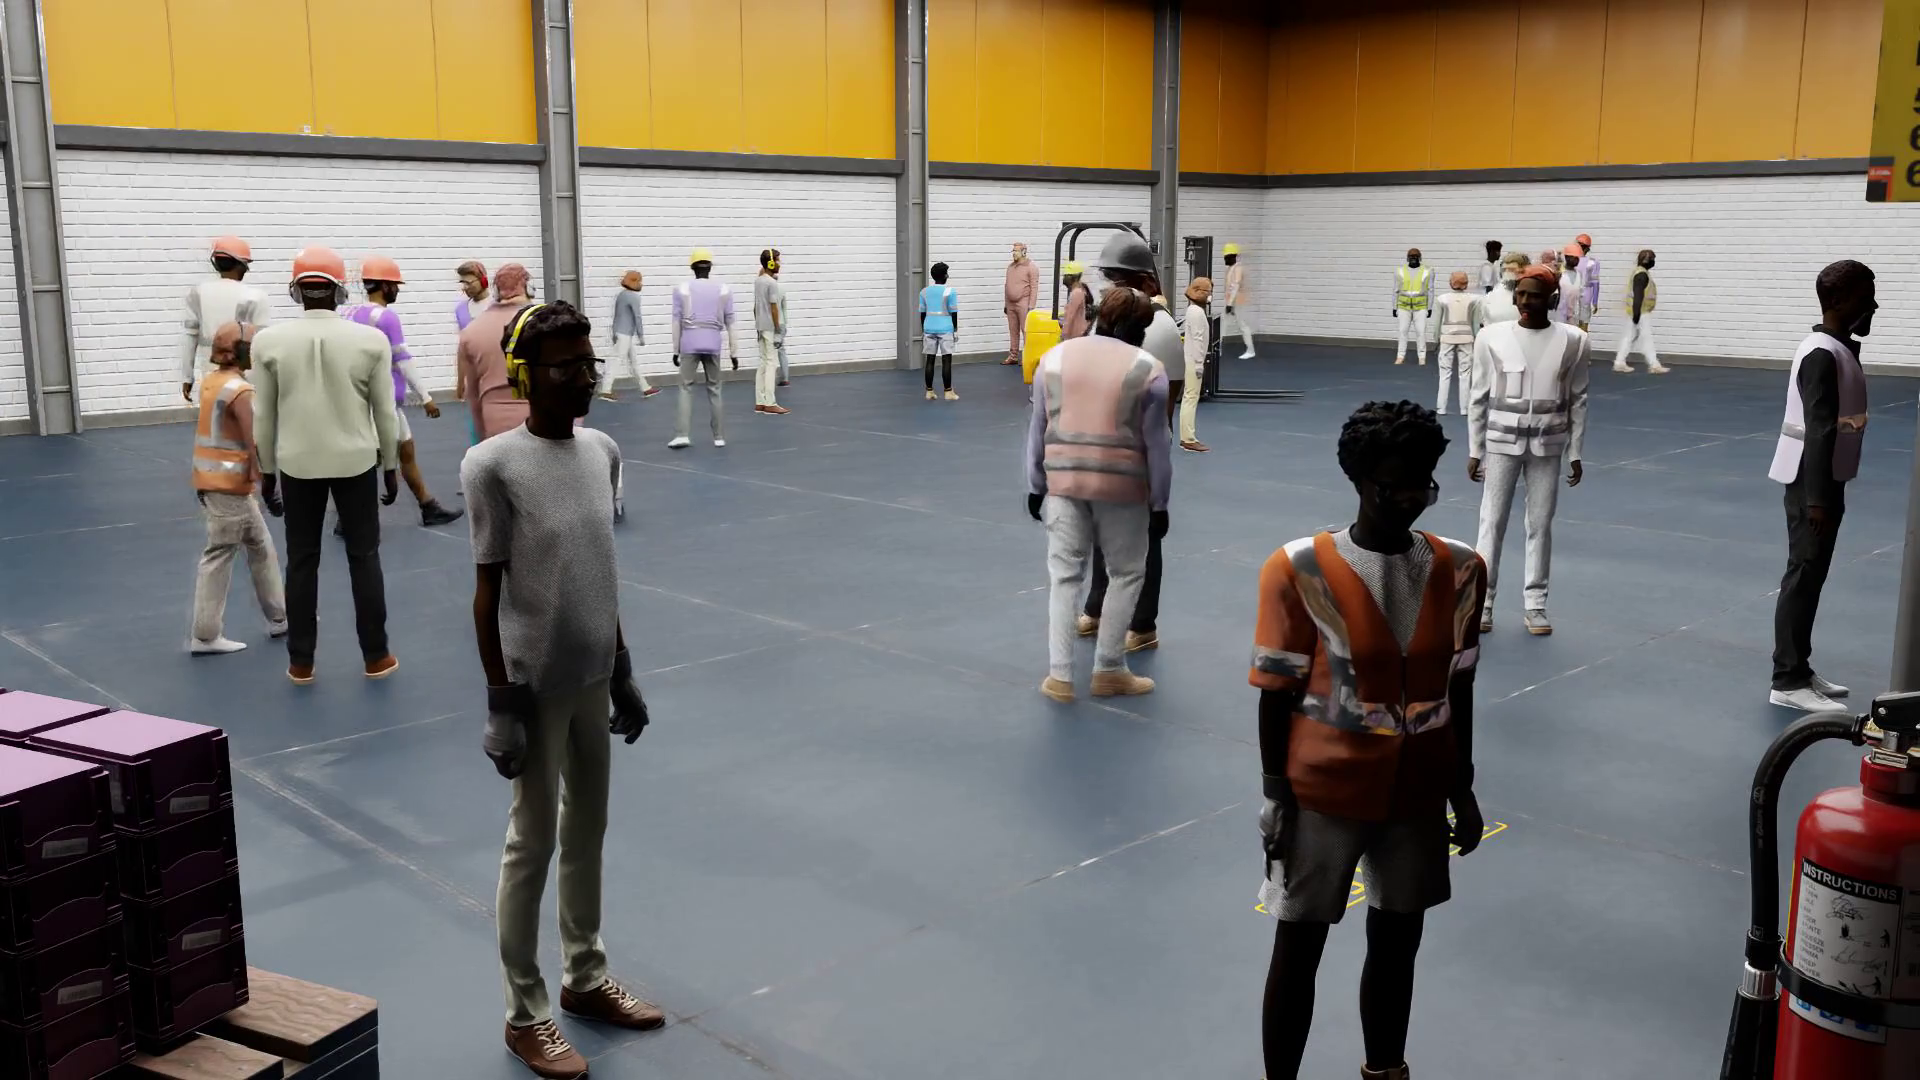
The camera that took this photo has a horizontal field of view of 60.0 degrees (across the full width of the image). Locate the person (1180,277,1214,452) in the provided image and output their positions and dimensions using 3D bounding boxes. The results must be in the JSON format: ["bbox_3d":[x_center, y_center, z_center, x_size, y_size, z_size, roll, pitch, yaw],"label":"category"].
[{"bbox_3d":[2.231,-1.656,15.684,0.289,1.633,0.501,0,10,2],"label":"person"}]

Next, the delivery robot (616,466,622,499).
[{"bbox_3d":[-2.658,-0.395,11.498,0.477,0.478,0.707,5,12,25],"label":"delivery robot"}]

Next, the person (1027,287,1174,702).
[{"bbox_3d":[0.594,-0.193,7.279,0.668,1.802,0.519,4,11,23],"label":"person"}]

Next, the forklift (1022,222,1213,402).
[{"bbox_3d":[1.935,-2.847,20.651,2.313,2.155,1.214,2,11,13],"label":"forklift"}]

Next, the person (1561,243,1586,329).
[{"bbox_3d":[8.277,-3.093,22.737,0.563,1.918,0.466,-3,11,-16],"label":"person"}]

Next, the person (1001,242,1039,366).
[{"bbox_3d":[0.914,-3.660,25.865,0.406,1.910,0.639,-10,14,-44],"label":"person"}]

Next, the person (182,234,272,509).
[{"bbox_3d":[-5.315,-1.203,12.135,0.665,2.022,0.525,1,10,4],"label":"person"}]

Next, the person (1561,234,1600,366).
[{"bbox_3d":[9.581,-3.706,25.765,0.611,2.035,0.396,7,13,34],"label":"person"}]

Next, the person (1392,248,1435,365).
[{"bbox_3d":[7.078,-3.640,25.997,0.640,1.830,0.432,4,11,21],"label":"person"}]

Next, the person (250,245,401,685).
[{"bbox_3d":[-2.886,-0.342,7.601,0.629,1.980,0.436,-3,11,-16],"label":"person"}]

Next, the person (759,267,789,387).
[{"bbox_3d":[-2.504,-2.849,22.243,0.346,1.619,0.529,10,14,42],"label":"person"}]

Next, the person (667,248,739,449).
[{"bbox_3d":[-2.462,-1.802,15.762,0.766,1.898,0.570,-4,11,-23],"label":"person"}]

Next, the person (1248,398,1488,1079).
[{"bbox_3d":[0.865,0.542,3.538,0.531,1.693,0.320,-2,11,-13],"label":"person"}]

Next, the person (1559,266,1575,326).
[{"bbox_3d":[7.000,-2.450,19.773,0.557,1.719,0.907,4,11,23],"label":"person"}]

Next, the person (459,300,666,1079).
[{"bbox_3d":[-0.964,0.358,4.061,0.328,1.872,0.510,5,12,27],"label":"person"}]

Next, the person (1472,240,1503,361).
[{"bbox_3d":[8.549,-3.802,26.546,0.888,1.932,0.642,3,11,18],"label":"person"}]

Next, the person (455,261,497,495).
[{"bbox_3d":[-3.606,-1.249,12.956,0.758,1.823,0.526,5,12,27],"label":"person"}]

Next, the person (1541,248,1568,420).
[{"bbox_3d":[6.359,-2.227,18.121,0.743,1.883,0.659,-2,11,-11],"label":"person"}]

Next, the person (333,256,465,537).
[{"bbox_3d":[-3.874,-0.969,11.272,0.967,1.890,0.557,-8,13,-38],"label":"person"}]

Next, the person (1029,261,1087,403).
[{"bbox_3d":[1.238,-2.313,19.035,0.882,1.722,0.532,1,10,3],"label":"person"}]

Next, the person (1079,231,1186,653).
[{"bbox_3d":[0.751,-0.474,8.130,0.538,2.000,0.683,-5,12,-27],"label":"person"}]

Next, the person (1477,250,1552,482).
[{"bbox_3d":[4.639,-1.453,13.867,0.627,1.910,0.958,9,14,40],"label":"person"}]

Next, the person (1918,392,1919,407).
[{"bbox_3d":[10.617,-2.179,17.860,0.572,1.883,0.355,2,11,11],"label":"person"}]

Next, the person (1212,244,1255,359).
[{"bbox_3d":[4.422,-3.891,27.206,0.986,1.872,0.609,-2,11,-11],"label":"person"}]

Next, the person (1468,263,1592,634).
[{"bbox_3d":[2.876,-0.454,8.456,0.574,1.881,0.358,2,11,13],"label":"person"}]

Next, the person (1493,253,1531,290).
[{"bbox_3d":[5.656,-1.991,16.936,0.514,1.844,0.328,3,11,17],"label":"person"}]

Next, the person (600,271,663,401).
[{"bbox_3d":[-4.067,-2.498,20.416,0.891,1.581,0.514,-7,12,-32],"label":"person"}]

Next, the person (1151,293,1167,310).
[{"bbox_3d":[1.398,-1.398,13.484,0.558,1.925,0.629,5,11,24],"label":"person"}]

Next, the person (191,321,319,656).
[{"bbox_3d":[-3.438,-0.258,8.093,0.736,1.607,0.533,-8,13,-36],"label":"person"}]

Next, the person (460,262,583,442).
[{"bbox_3d":[-2.377,-0.593,9.260,0.724,1.861,0.658,2,11,9],"label":"person"}]

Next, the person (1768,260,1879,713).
[{"bbox_3d":[3.690,-0.232,7.141,0.392,1.920,0.593,6,12,29],"label":"person"}]

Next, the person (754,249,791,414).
[{"bbox_3d":[-2.168,-2.369,18.931,0.319,1.870,0.521,-6,12,-30],"label":"person"}]

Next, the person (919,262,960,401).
[{"bbox_3d":[-0.250,-2.542,20.348,0.530,1.695,0.321,6,12,28],"label":"person"}]

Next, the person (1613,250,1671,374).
[{"bbox_3d":[10.071,-3.361,24.513,0.714,1.821,0.648,3,11,17],"label":"person"}]

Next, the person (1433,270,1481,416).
[{"bbox_3d":[5.571,-2.205,18.691,0.514,1.630,0.330,3,11,16],"label":"person"}]
